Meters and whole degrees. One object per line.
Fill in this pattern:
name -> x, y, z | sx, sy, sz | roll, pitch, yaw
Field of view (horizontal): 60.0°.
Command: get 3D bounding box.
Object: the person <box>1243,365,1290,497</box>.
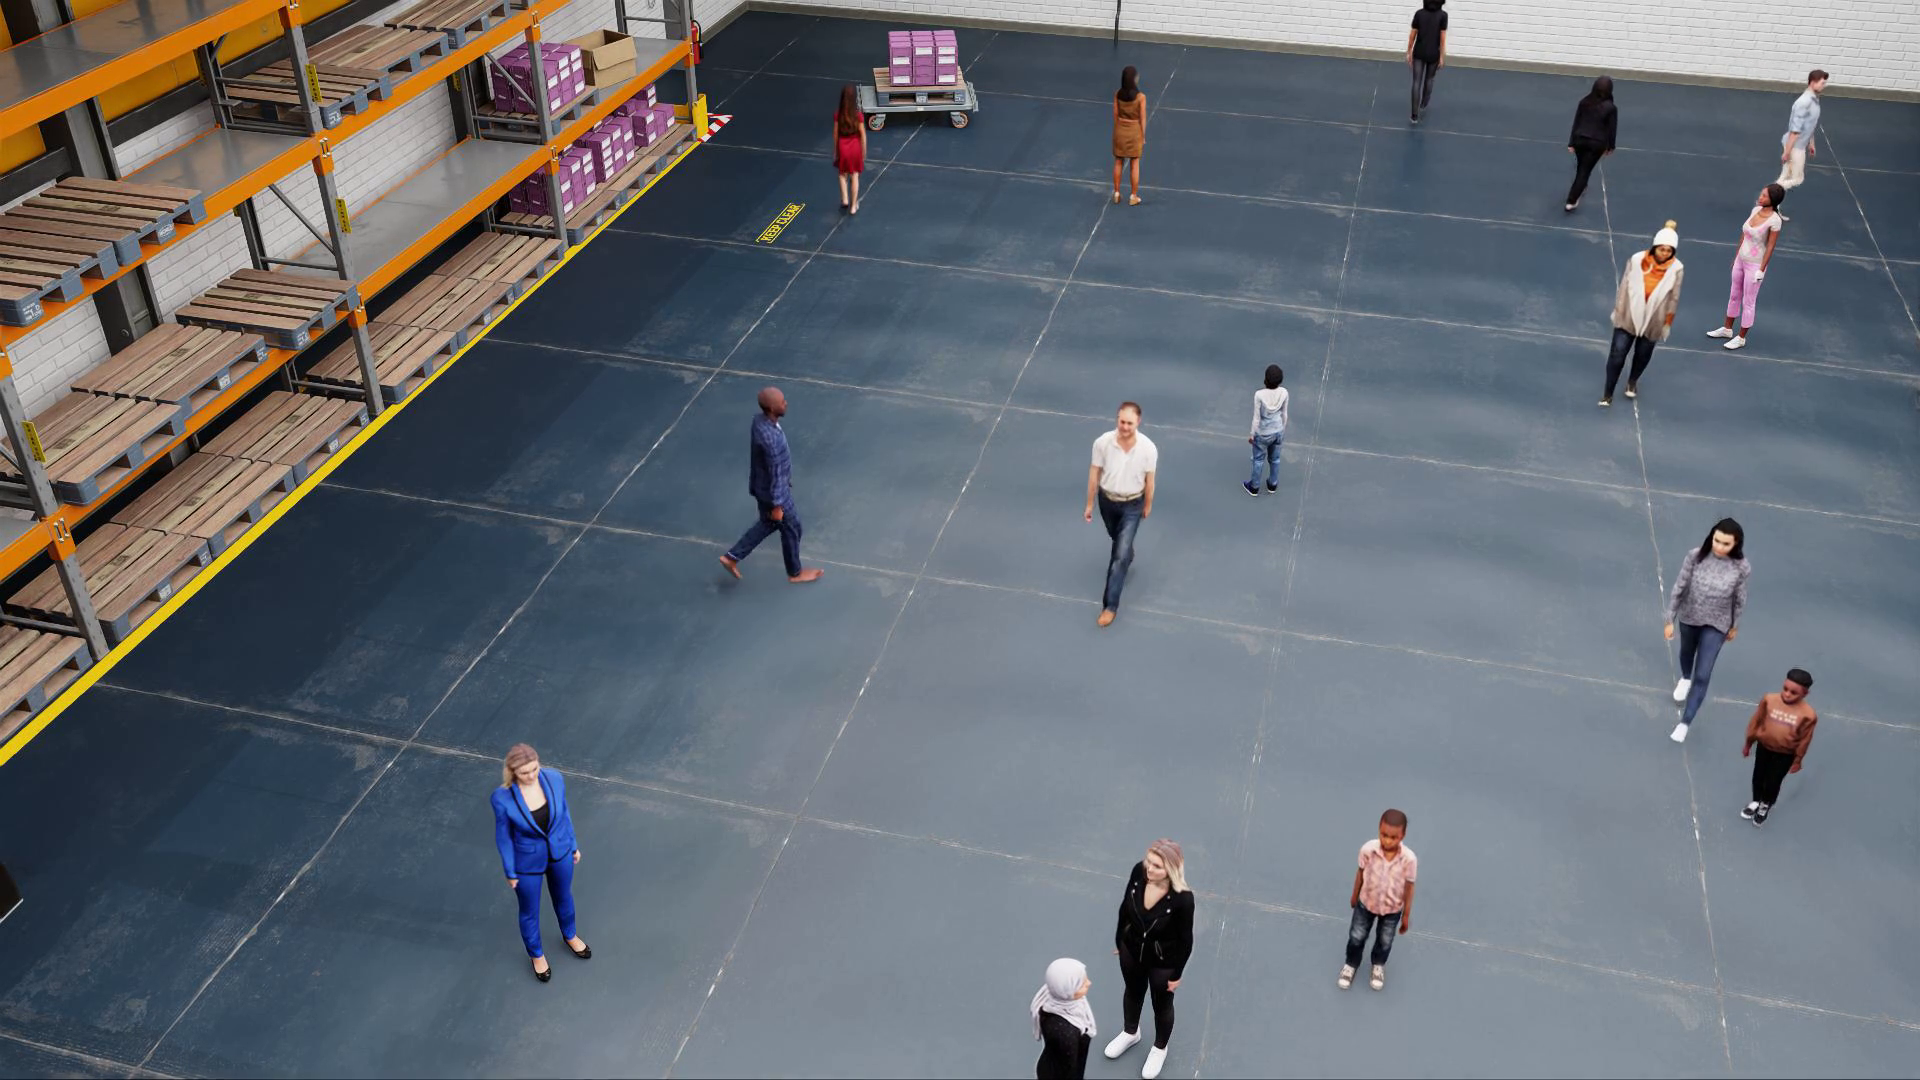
person -> 2.703, -0.968, 14.610 | 0.556, 1.261, 0.593 | -6, 34, -9

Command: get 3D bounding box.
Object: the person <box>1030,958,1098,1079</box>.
person -> 0.512, 2.780, 8.502 | 0.739, 1.779, 0.596 | -4, 34, -6

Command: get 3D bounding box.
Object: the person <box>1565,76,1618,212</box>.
person -> 7.526, -4.708, 19.957 | 0.931, 1.568, 1.159 | 24, 40, 31

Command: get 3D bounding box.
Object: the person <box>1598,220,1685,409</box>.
person -> 6.558, -2.206, 15.926 | 0.801, 1.864, 1.073 | 14, 36, 20

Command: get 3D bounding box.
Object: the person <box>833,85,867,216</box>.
person -> -1.331, -4.630, 19.864 | 0.643, 1.541, 0.704 | 0, 34, -1

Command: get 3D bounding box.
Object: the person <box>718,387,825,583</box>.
person -> -1.578, -0.389, 13.257 | 1.075, 1.793, 1.123 | -9, 35, -14

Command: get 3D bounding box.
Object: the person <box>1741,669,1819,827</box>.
person -> 5.499, 1.356, 11.128 | 0.640, 1.244, 0.612 | -27, 42, -35

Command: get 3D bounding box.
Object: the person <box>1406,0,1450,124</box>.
person -> 6.304, -6.548, 22.514 | 0.660, 1.804, 1.023 | 9, 35, 13

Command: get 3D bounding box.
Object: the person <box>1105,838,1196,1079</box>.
person -> 1.082, 2.308, 9.295 | 0.678, 1.687, 0.663 | 24, 40, 31

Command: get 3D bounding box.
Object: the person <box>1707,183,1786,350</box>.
person -> 8.054, -2.799, 16.930 | 0.718, 1.742, 0.605 | -8, 34, -12

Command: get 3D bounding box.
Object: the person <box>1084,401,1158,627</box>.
person -> 1.298, -0.336, 13.162 | 0.815, 1.810, 1.302 | 14, 36, 20

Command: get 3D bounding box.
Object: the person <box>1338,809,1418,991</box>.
person -> 2.538, 2.118, 9.926 | 0.518, 1.305, 0.546 | 11, 35, 16

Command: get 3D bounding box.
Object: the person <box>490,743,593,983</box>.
person -> -2.511, 1.884, 9.921 | 0.674, 1.700, 0.765 | -24, 40, -31

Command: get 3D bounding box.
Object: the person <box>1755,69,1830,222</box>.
person -> 9.795, -4.678, 19.674 | 0.812, 1.833, 0.742 | 21, 39, 29

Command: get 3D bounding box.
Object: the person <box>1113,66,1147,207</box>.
person -> 2.033, -4.883, 20.114 | 0.591, 1.686, 0.563 | 15, 37, 22

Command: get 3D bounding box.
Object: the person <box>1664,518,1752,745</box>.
person -> 5.363, 0.535, 11.963 | 0.889, 1.686, 1.216 | 20, 39, 28
